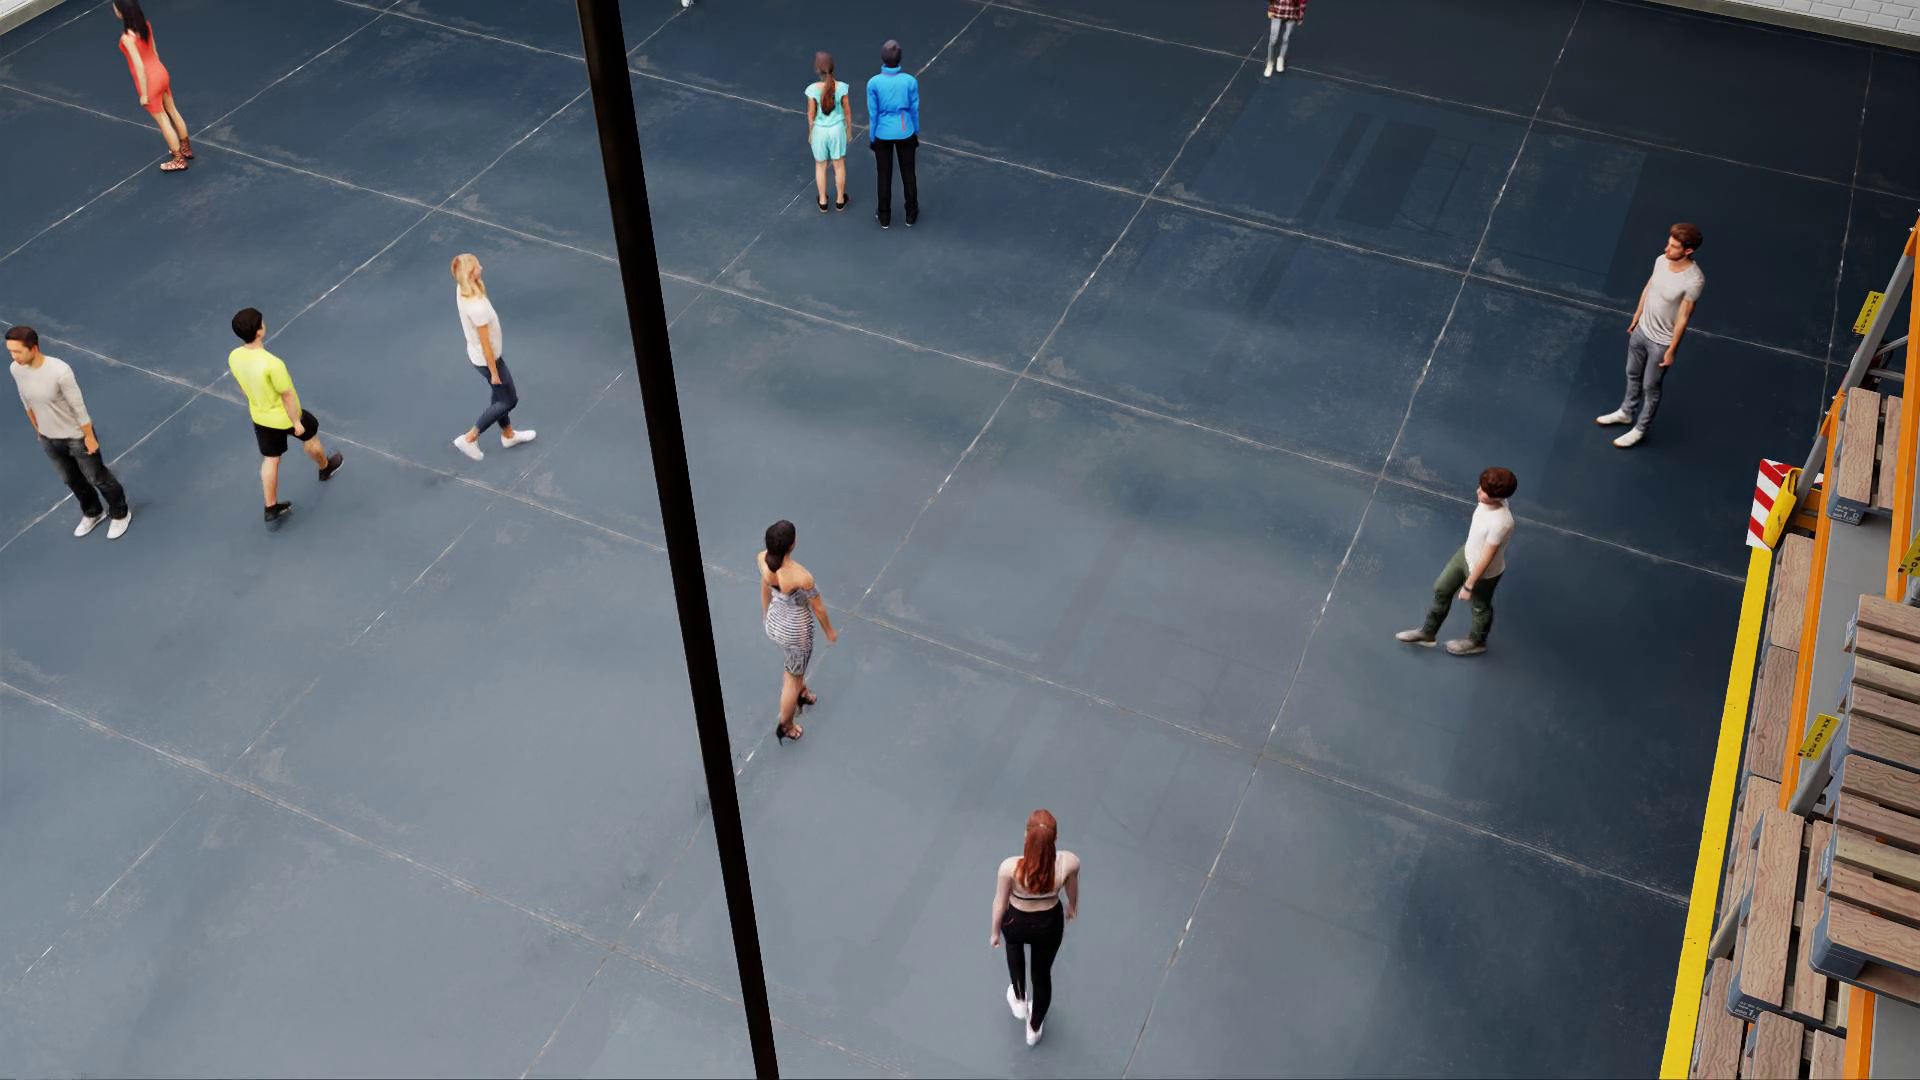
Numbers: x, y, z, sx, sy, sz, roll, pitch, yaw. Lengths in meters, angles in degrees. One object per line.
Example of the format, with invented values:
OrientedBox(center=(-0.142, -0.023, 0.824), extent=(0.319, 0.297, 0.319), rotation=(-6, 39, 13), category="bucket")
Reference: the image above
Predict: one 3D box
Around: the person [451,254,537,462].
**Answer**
OrientedBox(center=(-3.592, -1.317, 12.335), extent=(0.979, 1.795, 0.873), rotation=(-22, 48, -22), category="person")

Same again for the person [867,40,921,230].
OrientedBox(center=(-0.580, -3.574, 14.705), extent=(0.696, 1.794, 0.717), rotation=(-5, 44, -5), category="person")

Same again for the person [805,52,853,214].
OrientedBox(center=(-1.188, -3.683, 14.991), extent=(0.647, 1.557, 0.685), rotation=(-2, 44, -2), category="person")

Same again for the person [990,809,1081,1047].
OrientedBox(center=(0.396, 2.114, 8.782), extent=(0.771, 1.728, 0.821), rotation=(-2, 44, -2), category="person")

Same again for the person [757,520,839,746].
OrientedBox(center=(-1.108, 0.635, 10.277), extent=(0.699, 1.807, 0.765), rotation=(33, 53, 30), category="person")

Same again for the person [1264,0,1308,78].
OrientedBox(center=(3.341, -5.435, 17.021), extent=(0.623, 1.294, 0.699), rotation=(5, 44, 5), category="person")

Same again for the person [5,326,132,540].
OrientedBox(center=(-6.287, -0.786, 11.769), extent=(0.698, 1.806, 0.646), rotation=(9, 44, 9), category="person")

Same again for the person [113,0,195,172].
OrientedBox(center=(-7.511, -4.262, 15.480), extent=(0.716, 1.719, 0.589), rotation=(2, 44, 2), category="person")

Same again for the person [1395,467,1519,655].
OrientedBox(center=(3.476, 0.168, 10.889), extent=(0.899, 1.639, 0.912), rotation=(-3, 44, -3), category="person")

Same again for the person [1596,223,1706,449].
OrientedBox(center=(5.266, -1.555, 12.517), extent=(0.810, 1.887, 0.744), rotation=(-13, 45, -13), category="person")

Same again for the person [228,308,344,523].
OrientedBox(center=(-4.967, -0.871, 11.958), extent=(0.758, 1.669, 1.119), rotation=(11, 45, 11), category="person")
